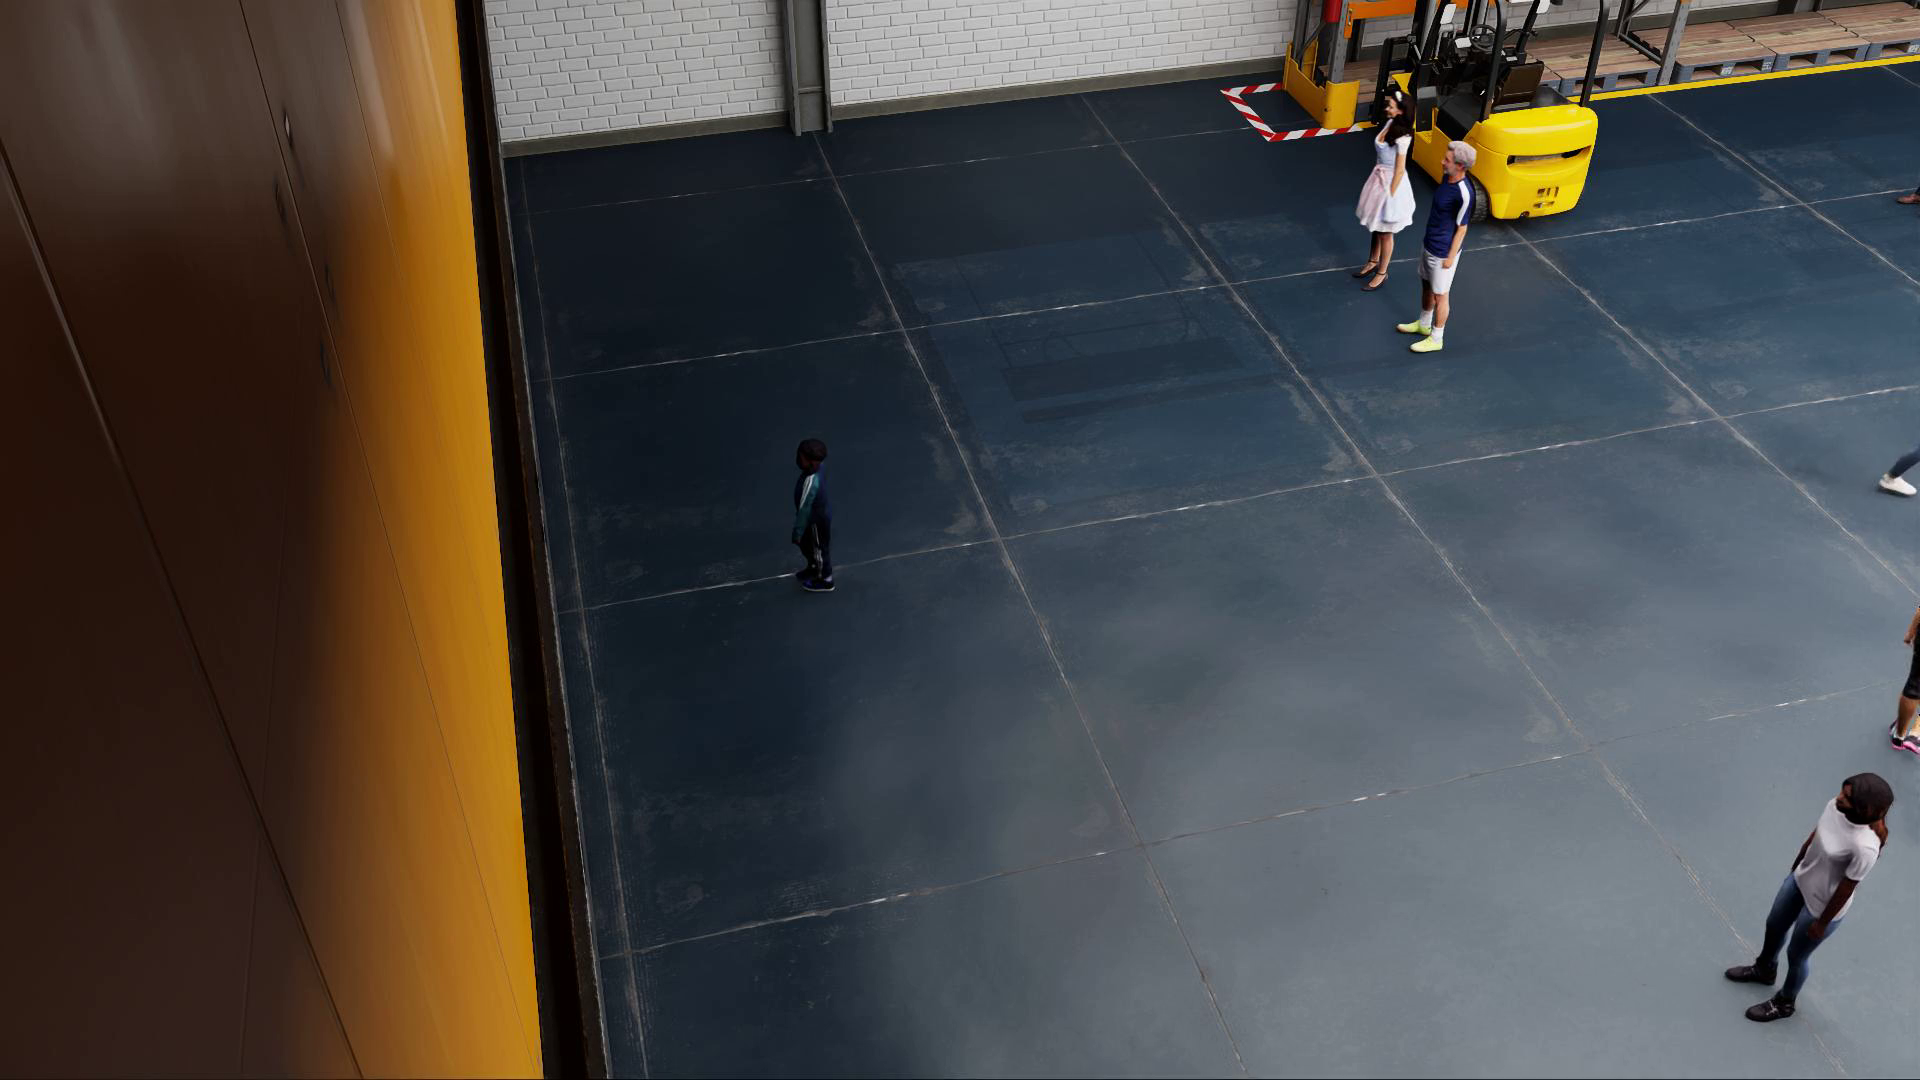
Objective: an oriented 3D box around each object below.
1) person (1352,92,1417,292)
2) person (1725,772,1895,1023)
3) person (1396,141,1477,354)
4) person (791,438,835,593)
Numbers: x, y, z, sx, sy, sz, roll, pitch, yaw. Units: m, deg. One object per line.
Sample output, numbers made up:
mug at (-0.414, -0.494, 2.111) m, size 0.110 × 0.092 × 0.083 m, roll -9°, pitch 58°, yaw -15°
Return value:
person at (3.692, -3.012, 14.385) m, size 0.761 × 1.818 × 0.741 m, roll -4°, pitch 39°, yaw -5°
person at (4.350, 1.820, 8.414) m, size 0.645 × 1.718 × 0.645 m, roll 1°, pitch 39°, yaw 1°
person at (3.950, -2.414, 13.619) m, size 0.583 × 1.838 × 0.658 m, roll -5°, pitch 39°, yaw -6°
person at (-0.928, -0.154, 11.262) m, size 0.572 × 1.249 × 0.550 m, roll 0°, pitch 39°, yaw 0°
